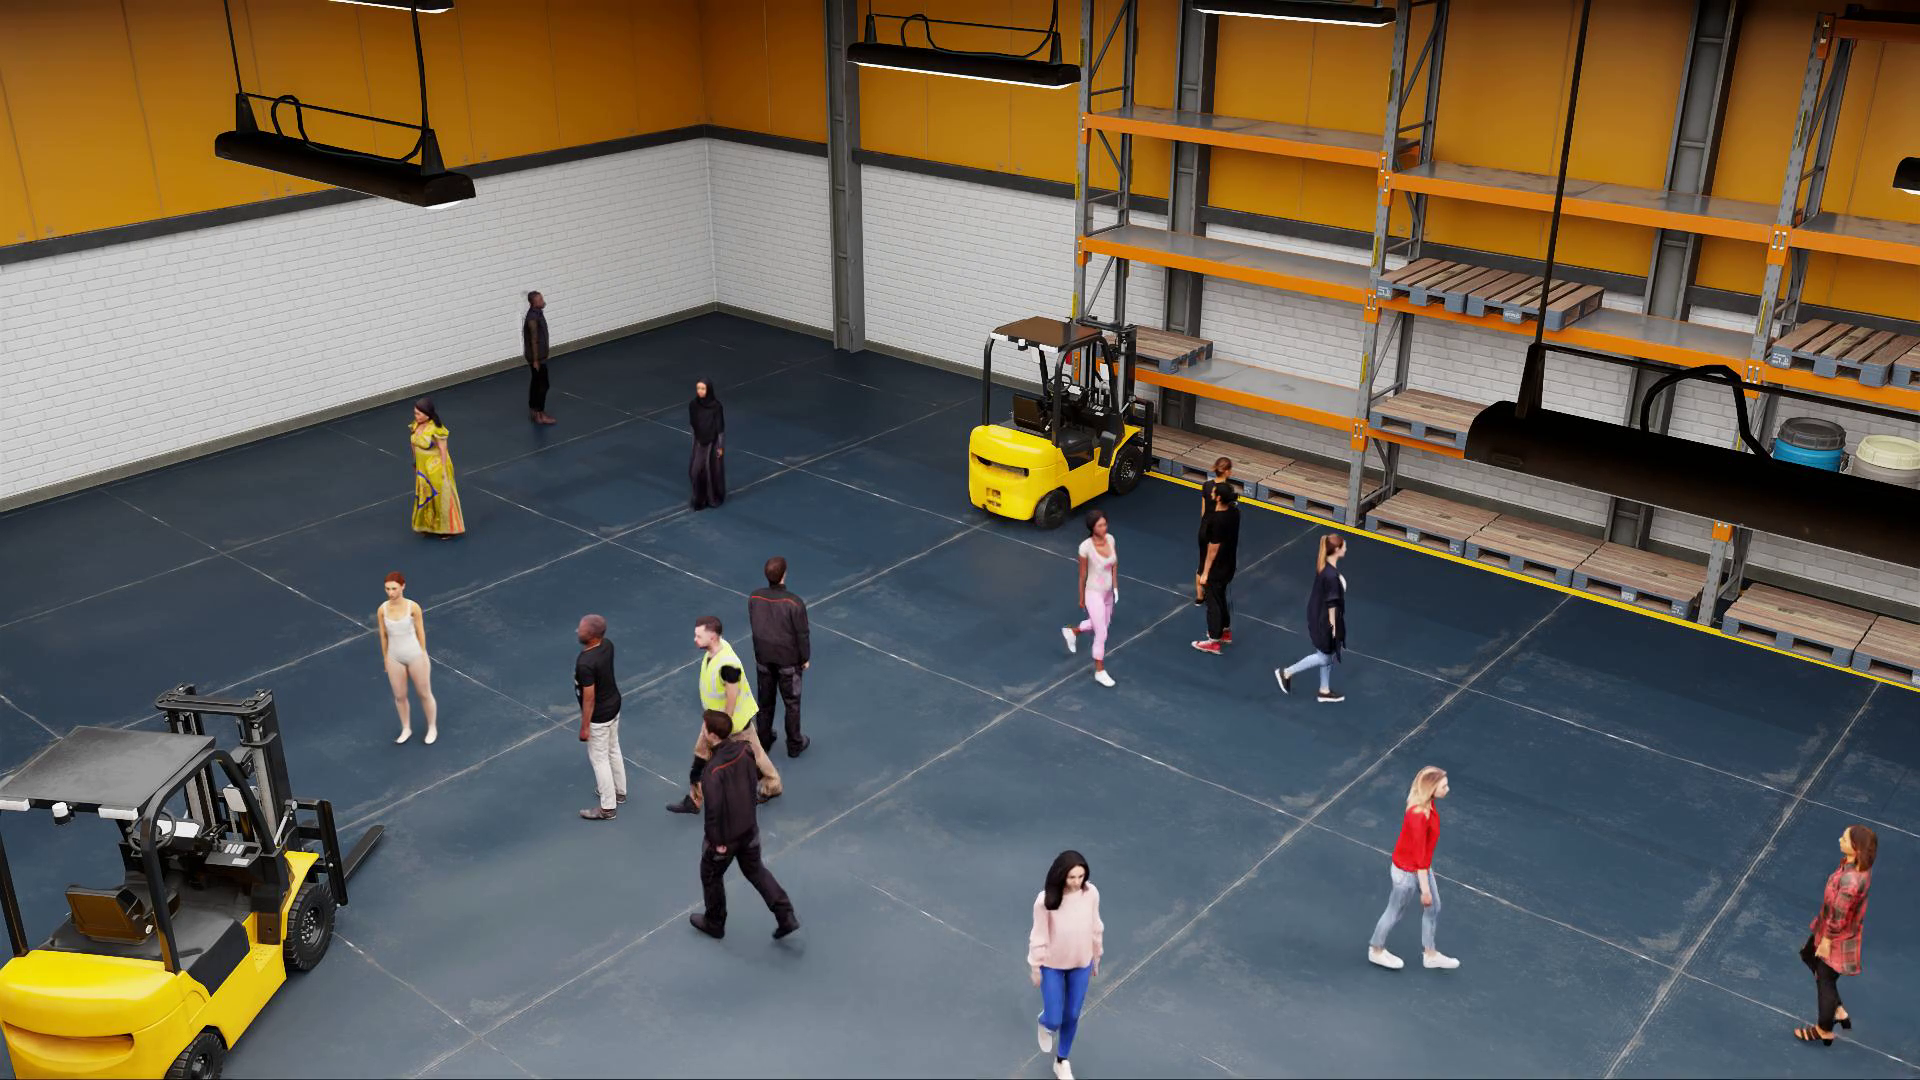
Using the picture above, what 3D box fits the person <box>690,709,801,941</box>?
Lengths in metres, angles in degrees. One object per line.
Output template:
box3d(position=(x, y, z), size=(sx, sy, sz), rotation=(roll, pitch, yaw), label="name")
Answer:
box3d(position=(-1.562, 2.081, 11.873), size=(1.109, 1.885, 0.703), rotation=(17, 29, 33), label="person")

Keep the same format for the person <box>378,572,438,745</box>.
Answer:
box3d(position=(-4.846, 1.027, 14.589), size=(0.598, 1.642, 0.659), rotation=(-2, 24, -4), label="person")

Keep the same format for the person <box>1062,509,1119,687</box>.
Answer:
box3d(position=(1.248, 0.502, 15.699), size=(0.677, 1.714, 1.043), rotation=(-18, 30, -36), label="person")

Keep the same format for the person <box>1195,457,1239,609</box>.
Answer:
box3d(position=(2.621, -0.068, 17.059), size=(0.466, 1.668, 0.650), rotation=(21, 31, 40), label="person")

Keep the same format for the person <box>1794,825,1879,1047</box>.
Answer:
box3d(position=(5.835, 2.619, 10.885), size=(0.657, 1.690, 0.658), rotation=(15, 28, 30), label="person")

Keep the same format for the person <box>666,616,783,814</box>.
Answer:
box3d(position=(-1.816, 1.424, 13.497), size=(1.053, 1.789, 1.239), rotation=(-12, 26, -25), label="person")

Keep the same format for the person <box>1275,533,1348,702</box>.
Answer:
box3d(position=(3.261, 0.734, 15.229), size=(1.007, 1.666, 0.892), rotation=(4, 24, 8), label="person")

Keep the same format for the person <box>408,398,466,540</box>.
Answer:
box3d(position=(-5.959, -0.823, 18.800), size=(0.798, 1.659, 0.978), rotation=(12, 26, 25), label="person")

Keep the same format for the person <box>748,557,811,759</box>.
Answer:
box3d(position=(-1.576, 1.009, 14.384), size=(0.654, 1.839, 0.836), rotation=(7, 25, 16), label="person")

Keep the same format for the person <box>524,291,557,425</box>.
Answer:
box3d(position=(-5.694, -2.469, 22.359), size=(0.937, 1.823, 0.850), rotation=(-7, 25, -16), label="person")

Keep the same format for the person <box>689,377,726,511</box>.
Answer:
box3d(position=(-2.937, -1.178, 19.673), size=(0.835, 1.610, 0.855), rotation=(4, 24, 9), label="person")

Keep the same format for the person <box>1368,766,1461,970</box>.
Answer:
box3d(position=(3.078, 2.298, 11.633), size=(0.962, 1.681, 0.819), rotation=(8, 25, 18), label="person")

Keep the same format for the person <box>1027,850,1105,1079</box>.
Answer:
box3d(position=(0.638, 2.681, 10.662), size=(0.853, 1.757, 0.922), rotation=(-6, 24, -14), label="person")

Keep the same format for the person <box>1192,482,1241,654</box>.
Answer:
box3d(position=(2.544, 0.264, 16.191), size=(0.622, 1.757, 0.676), rotation=(13, 27, 28), label="person")

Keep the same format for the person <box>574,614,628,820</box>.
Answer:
box3d(position=(-2.919, 1.413, 13.502), size=(0.762, 1.804, 0.752), rotation=(5, 24, 11), label="person")
